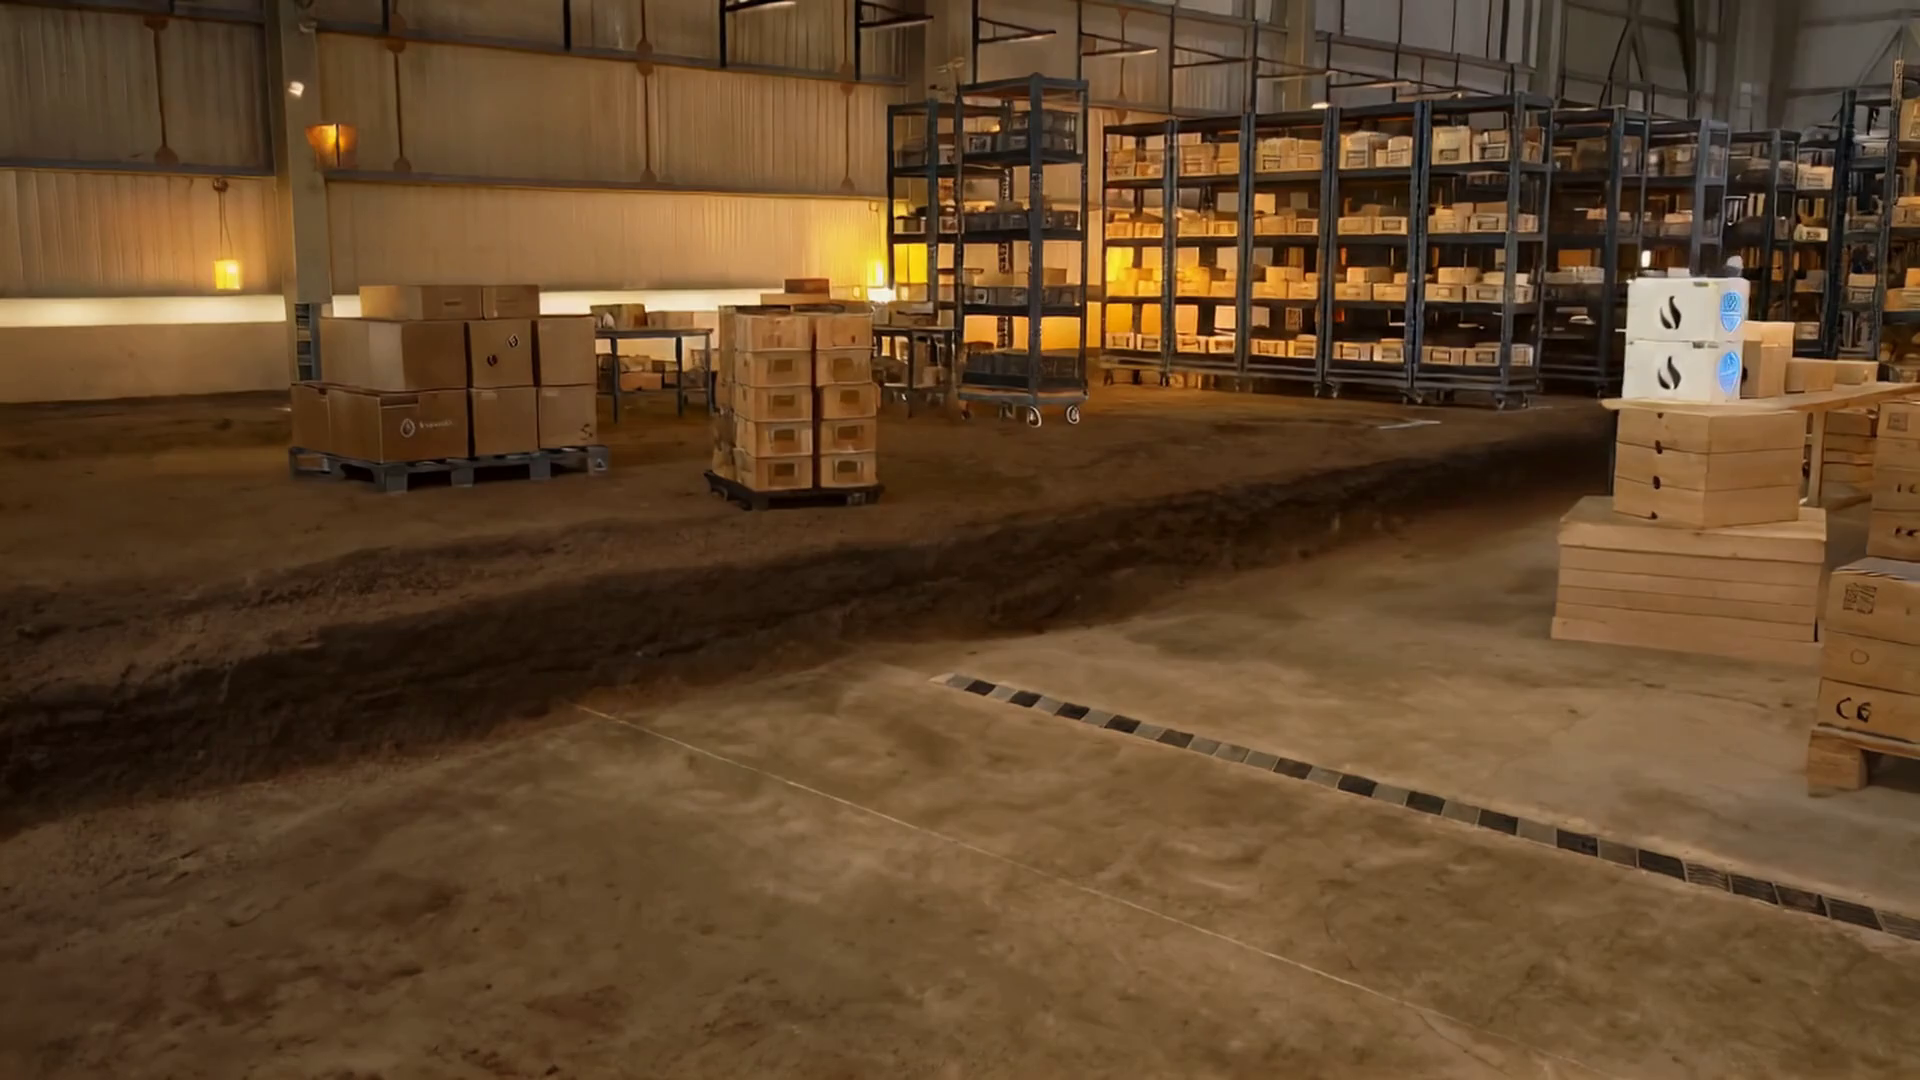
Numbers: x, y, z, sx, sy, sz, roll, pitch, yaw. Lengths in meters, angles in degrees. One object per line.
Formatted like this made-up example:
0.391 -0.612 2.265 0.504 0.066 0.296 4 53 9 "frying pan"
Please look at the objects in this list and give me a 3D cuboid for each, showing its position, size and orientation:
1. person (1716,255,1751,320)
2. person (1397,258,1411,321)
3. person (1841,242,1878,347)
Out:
10.047 -2.835 21.861 0.727 1.815 0.593 -9 13 -44 "person"
8.549 -4.575 32.333 0.567 1.815 0.627 -2 10 -13 "person"
11.162 -2.722 20.629 0.375 1.997 0.612 -1 10 -7 "person"
